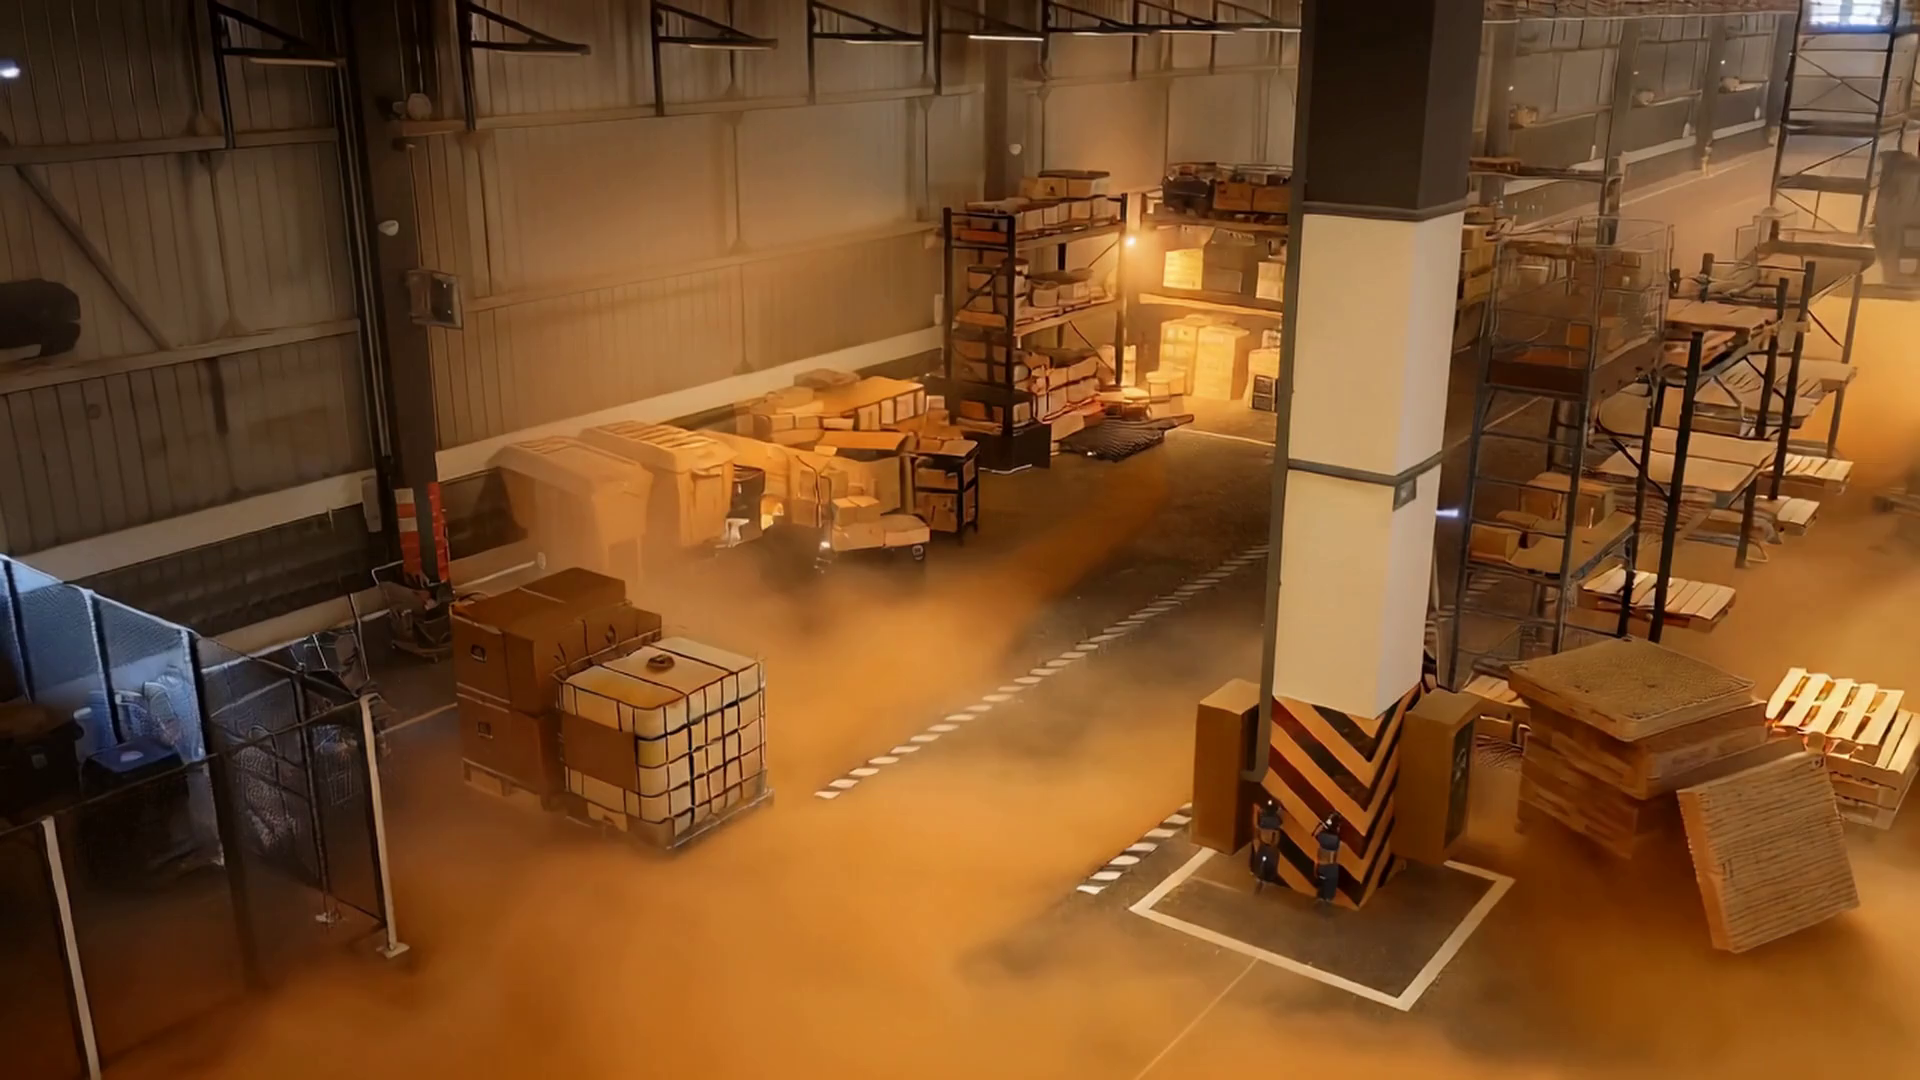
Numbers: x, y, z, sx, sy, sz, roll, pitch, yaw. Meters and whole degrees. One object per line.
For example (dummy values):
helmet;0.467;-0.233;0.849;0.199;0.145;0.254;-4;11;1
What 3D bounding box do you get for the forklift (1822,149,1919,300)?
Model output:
forklift;18.113;-6.238;32.713;1.873;2.768;1.129;7;19;20
